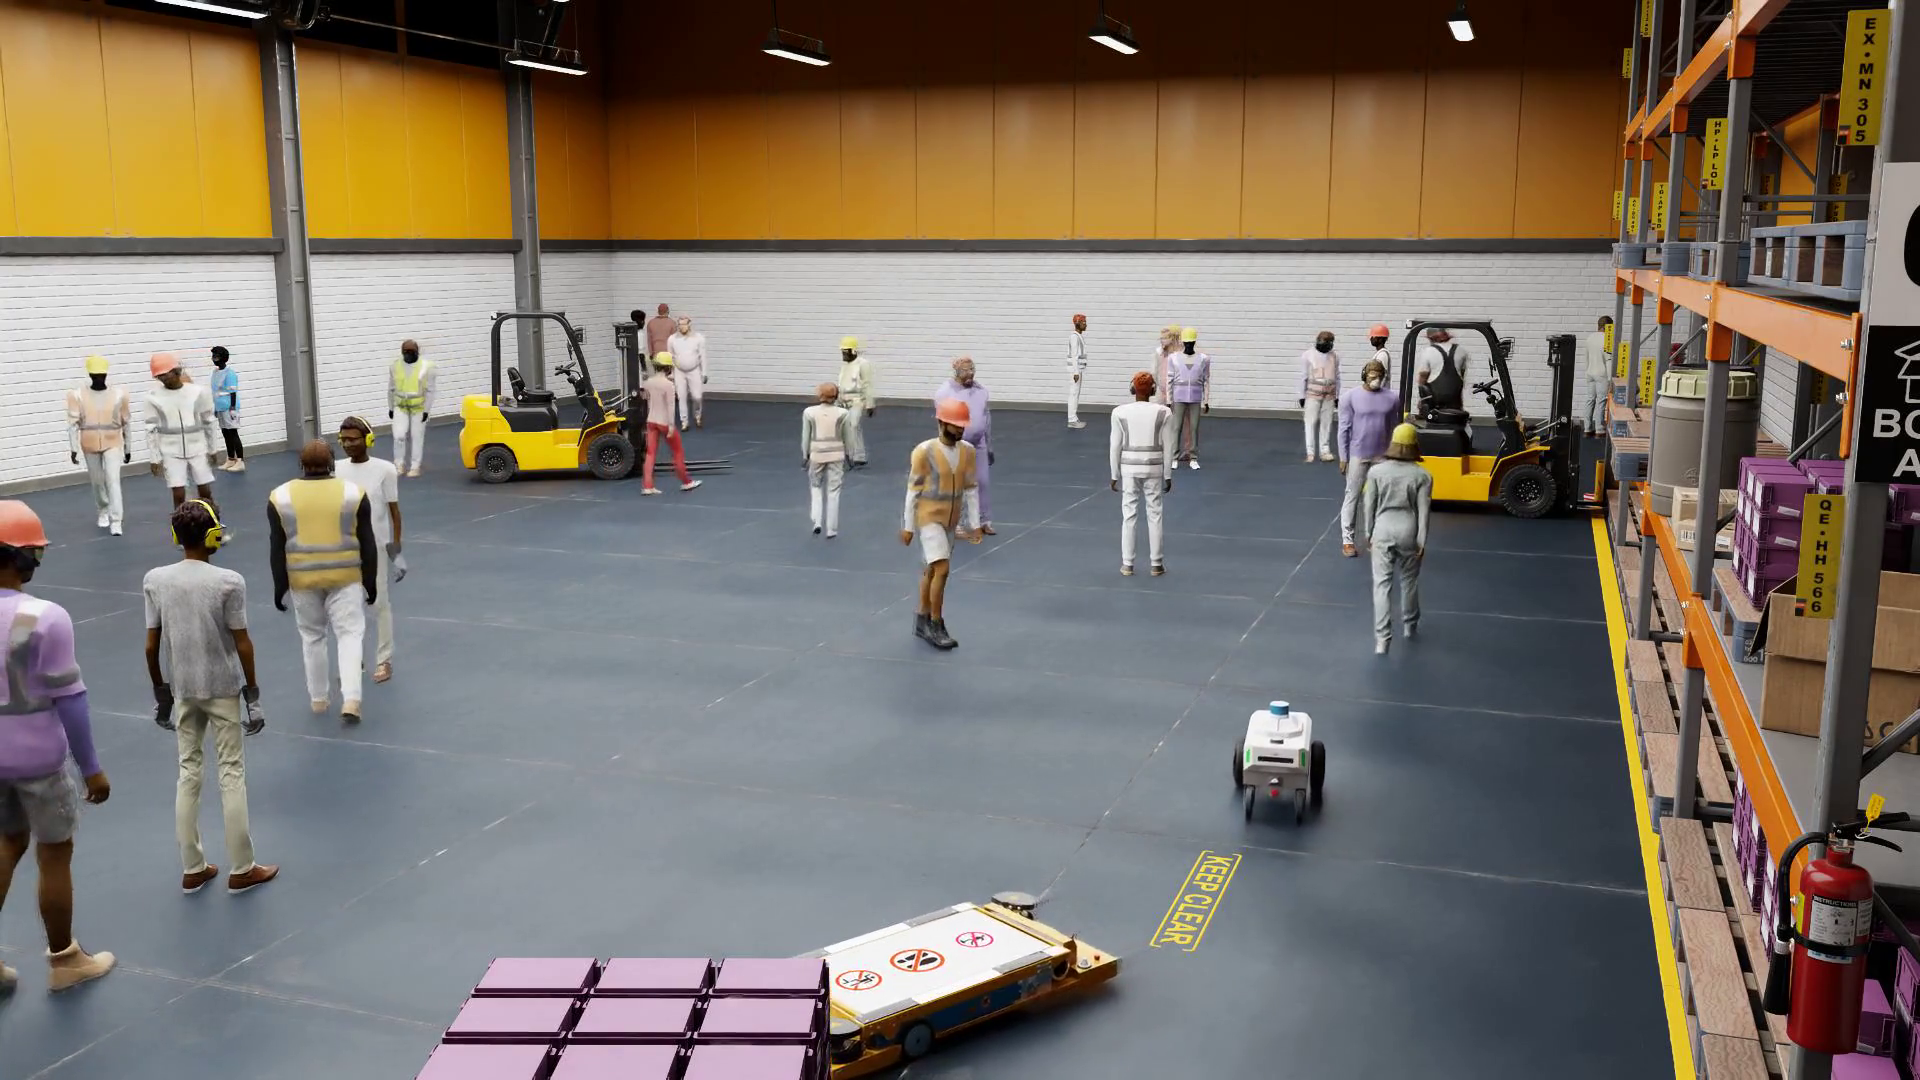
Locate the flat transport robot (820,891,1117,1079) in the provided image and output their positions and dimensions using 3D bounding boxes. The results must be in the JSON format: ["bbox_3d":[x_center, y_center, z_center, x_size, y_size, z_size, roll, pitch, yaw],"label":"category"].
[{"bbox_3d":[-0.109,1.737,6.621,1.431,0.197,0.652,-8,13,-39],"label":"flat transport robot"}]

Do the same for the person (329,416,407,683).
[{"bbox_3d":[-4.124,0.064,11.552,0.556,1.869,0.319,0,10,2],"label":"person"}]

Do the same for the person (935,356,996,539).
[{"bbox_3d":[0.087,-0.956,17.290,0.710,1.890,0.399,-6,12,-29],"label":"person"}]

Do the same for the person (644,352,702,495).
[{"bbox_3d":[-3.562,-1.426,20.334,0.528,1.733,0.846,7,12,35],"label":"person"}]

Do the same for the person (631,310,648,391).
[{"bbox_3d":[-5.432,-2.873,27.866,0.387,1.943,0.650,-7,13,-36],"label":"person"}]

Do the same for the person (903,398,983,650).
[{"bbox_3d":[-0.105,-0.131,12.584,0.535,1.889,0.807,-9,14,-42],"label":"person"}]

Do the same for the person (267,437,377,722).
[{"bbox_3d":[-4.052,0.262,10.620,0.639,1.853,0.604,-3,11,-16],"label":"person"}]

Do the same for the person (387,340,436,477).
[{"bbox_3d":[-7.155,-1.702,21.691,0.657,1.812,0.540,0,10,-1],"label":"person"}]

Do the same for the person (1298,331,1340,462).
[{"bbox_3d":[5.039,-2.004,23.340,0.672,1.824,0.430,-4,11,-19],"label":"person"}]

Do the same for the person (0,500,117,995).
[{"bbox_3d":[-3.733,0.851,6.642,0.617,2.039,0.464,3,10,16],"label":"person"}]

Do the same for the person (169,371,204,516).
[{"bbox_3d":[-8.659,-1.075,18.630,0.327,1.632,0.511,3,10,15],"label":"person"}]

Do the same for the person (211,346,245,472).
[{"bbox_3d":[-9.846,-1.759,22.321,0.537,1.694,0.320,9,13,41],"label":"person"}]

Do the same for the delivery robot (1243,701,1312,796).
[{"bbox_3d":[1.730,1.119,9.035,0.477,0.478,0.707,2,10,13],"label":"delivery robot"}]

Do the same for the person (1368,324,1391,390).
[{"bbox_3d":[5.820,-2.040,23.186,0.347,1.943,0.544,2,10,11],"label":"person"}]

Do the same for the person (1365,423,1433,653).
[{"bbox_3d":[3.312,-0.034,12.585,0.496,1.696,0.905,3,11,18],"label":"person"}]

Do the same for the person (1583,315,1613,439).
[{"bbox_3d":[10.036,-2.549,26.079,0.371,1.934,0.627,-3,11,-17],"label":"person"}]

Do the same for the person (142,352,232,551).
[{"bbox_3d":[-7.672,-0.866,16.443,0.687,1.991,0.514,-7,12,-33],"label":"person"}]

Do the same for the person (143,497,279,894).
[{"bbox_3d":[-3.526,0.731,7.788,0.535,1.868,0.309,1,10,5],"label":"person"}]

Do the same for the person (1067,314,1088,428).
[{"bbox_3d":[1.953,-2.815,27.712,0.337,1.882,0.584,2,10,9],"label":"person"}]

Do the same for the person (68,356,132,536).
[{"bbox_3d":[-9.096,-1.021,17.636,0.589,1.883,0.987,-4,11,-22],"label":"person"}]

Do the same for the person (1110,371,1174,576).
[{"bbox_3d":[1.666,-0.604,15.267,0.576,1.882,0.362,2,10,9],"label":"person"}]

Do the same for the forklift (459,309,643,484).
[{"bbox_3d":[-5.354,-1.902,21.697,2.313,2.155,1.214,-2,10,-13],"label":"forklift"}]

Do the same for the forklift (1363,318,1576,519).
[{"bbox_3d":[5.787,-1.437,19.079,2.313,2.155,1.214,3,11,19],"label":"forklift"}]

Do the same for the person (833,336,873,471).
[{"bbox_3d":[-1.497,-1.835,22.390,0.649,1.809,0.624,-8,13,-38],"label":"person"}]

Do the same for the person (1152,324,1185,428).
[{"bbox_3d":[3.284,-2.459,25.921,0.599,1.805,0.731,3,11,17],"label":"person"}]

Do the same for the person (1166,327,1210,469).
[{"bbox_3d":[3.081,-1.906,22.473,0.591,1.925,0.385,0,10,2],"label":"person"}]

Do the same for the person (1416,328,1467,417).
[{"bbox_3d":[6.602,-2.045,22.934,0.709,2.000,0.819,-2,10,-11],"label":"person"}]

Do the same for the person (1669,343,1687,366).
[{"bbox_3d":[8.667,-1.499,20.415,0.381,1.841,0.566,0,10,0],"label":"person"}]

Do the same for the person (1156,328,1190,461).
[{"bbox_3d":[2.885,-2.012,23.267,0.967,1.862,0.661,-5,11,-28],"label":"person"}]

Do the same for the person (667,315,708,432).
[{"bbox_3d":[-4.453,-2.716,27.119,0.680,1.894,0.438,0,10,-1],"label":"person"}]

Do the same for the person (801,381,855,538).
[{"bbox_3d":[-1.361,-0.831,17.249,0.551,1.623,0.412,0,10,2],"label":"person"}]

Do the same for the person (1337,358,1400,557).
[{"bbox_3d":[3.984,-0.804,16.240,0.631,1.938,0.368,-2,10,-11],"label":"person"}]

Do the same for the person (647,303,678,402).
[{"bbox_3d":[-5.711,-3.621,32.190,0.654,1.906,0.408,3,10,14],"label":"person"}]
